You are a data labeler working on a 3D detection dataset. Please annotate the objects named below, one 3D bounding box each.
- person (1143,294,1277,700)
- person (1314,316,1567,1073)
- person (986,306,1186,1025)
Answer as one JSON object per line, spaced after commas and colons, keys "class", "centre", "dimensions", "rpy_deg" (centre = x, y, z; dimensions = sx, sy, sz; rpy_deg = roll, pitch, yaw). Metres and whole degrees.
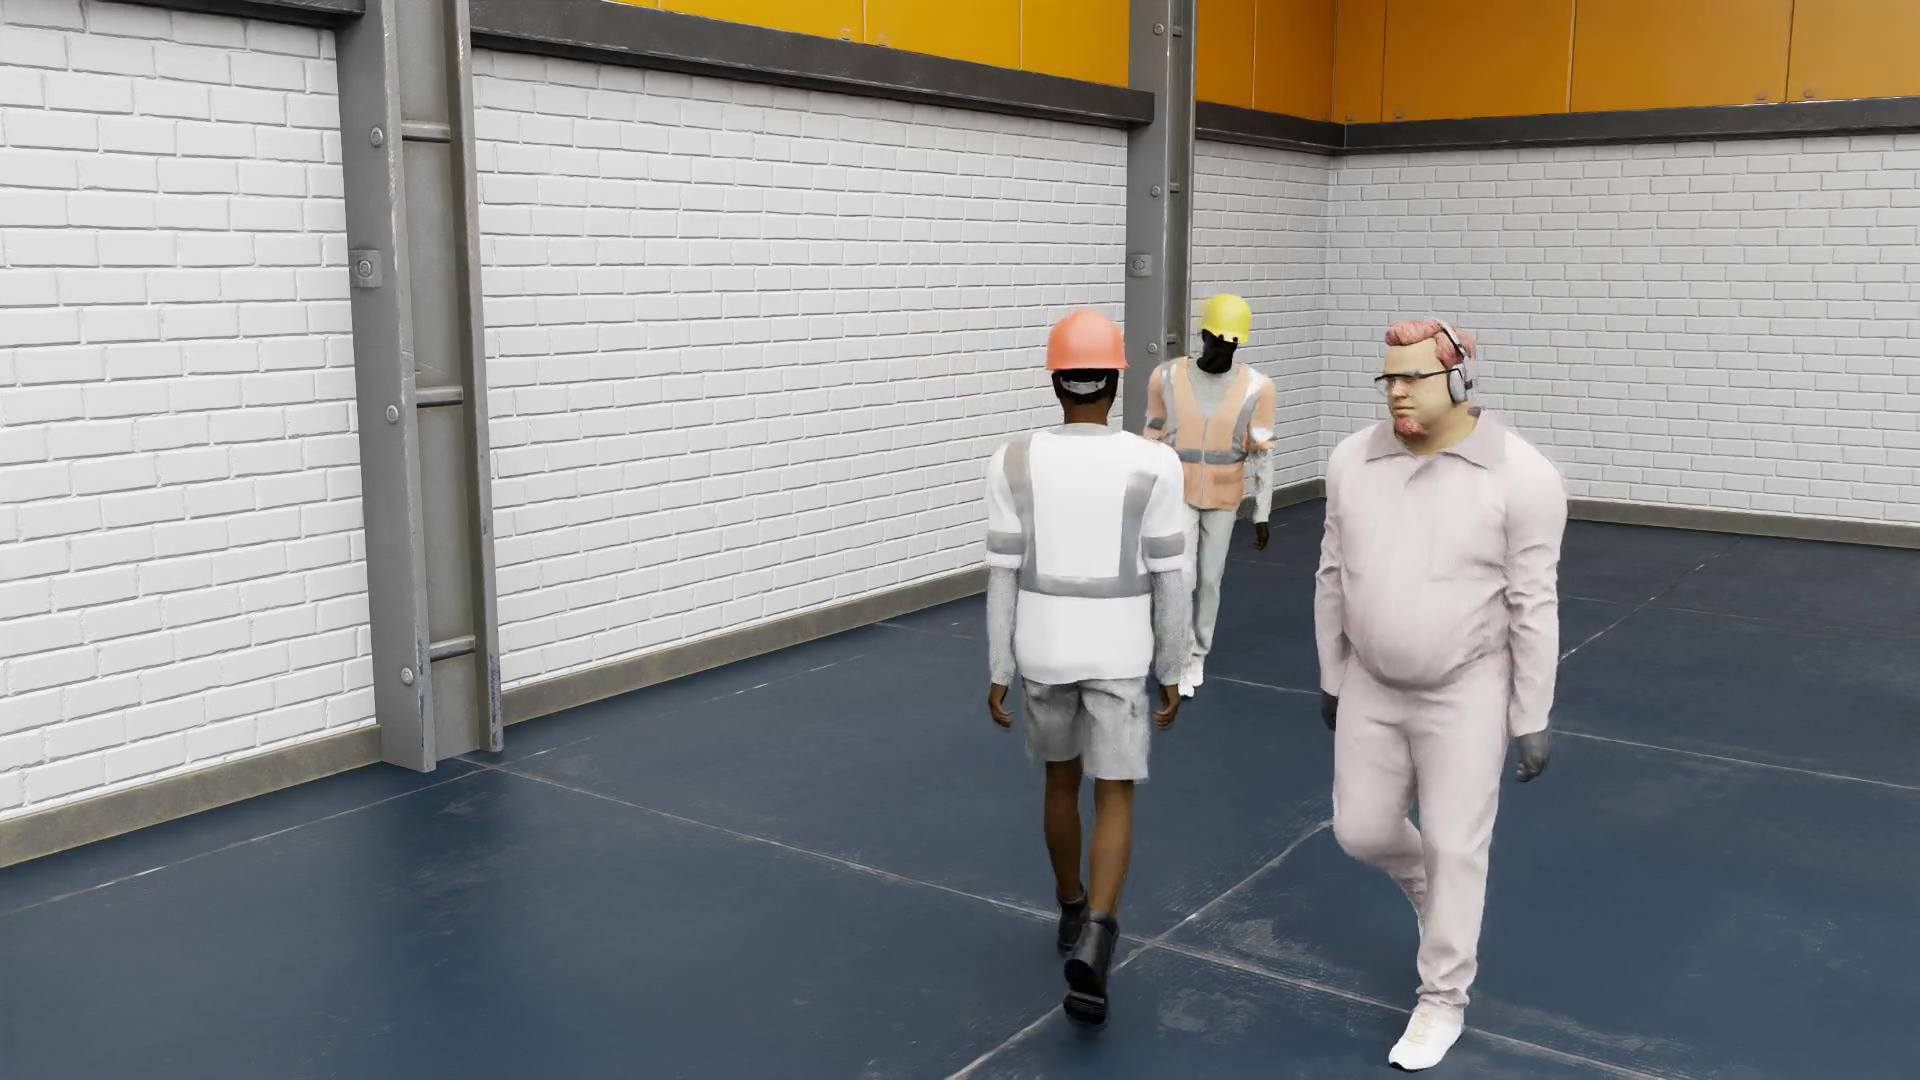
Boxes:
{"class": "person", "centre": [1.145, -0.197, 7.708], "dimensions": [0.610, 1.865, 0.698], "rpy_deg": [1, 10, 8]}
{"class": "person", "centre": [1.244, 0.365, 4.312], "dimensions": [0.658, 1.890, 0.624], "rpy_deg": [8, 12, 38]}
{"class": "person", "centre": [0.331, 0.321, 4.547], "dimensions": [0.551, 1.909, 0.880], "rpy_deg": [2, 10, 12]}
